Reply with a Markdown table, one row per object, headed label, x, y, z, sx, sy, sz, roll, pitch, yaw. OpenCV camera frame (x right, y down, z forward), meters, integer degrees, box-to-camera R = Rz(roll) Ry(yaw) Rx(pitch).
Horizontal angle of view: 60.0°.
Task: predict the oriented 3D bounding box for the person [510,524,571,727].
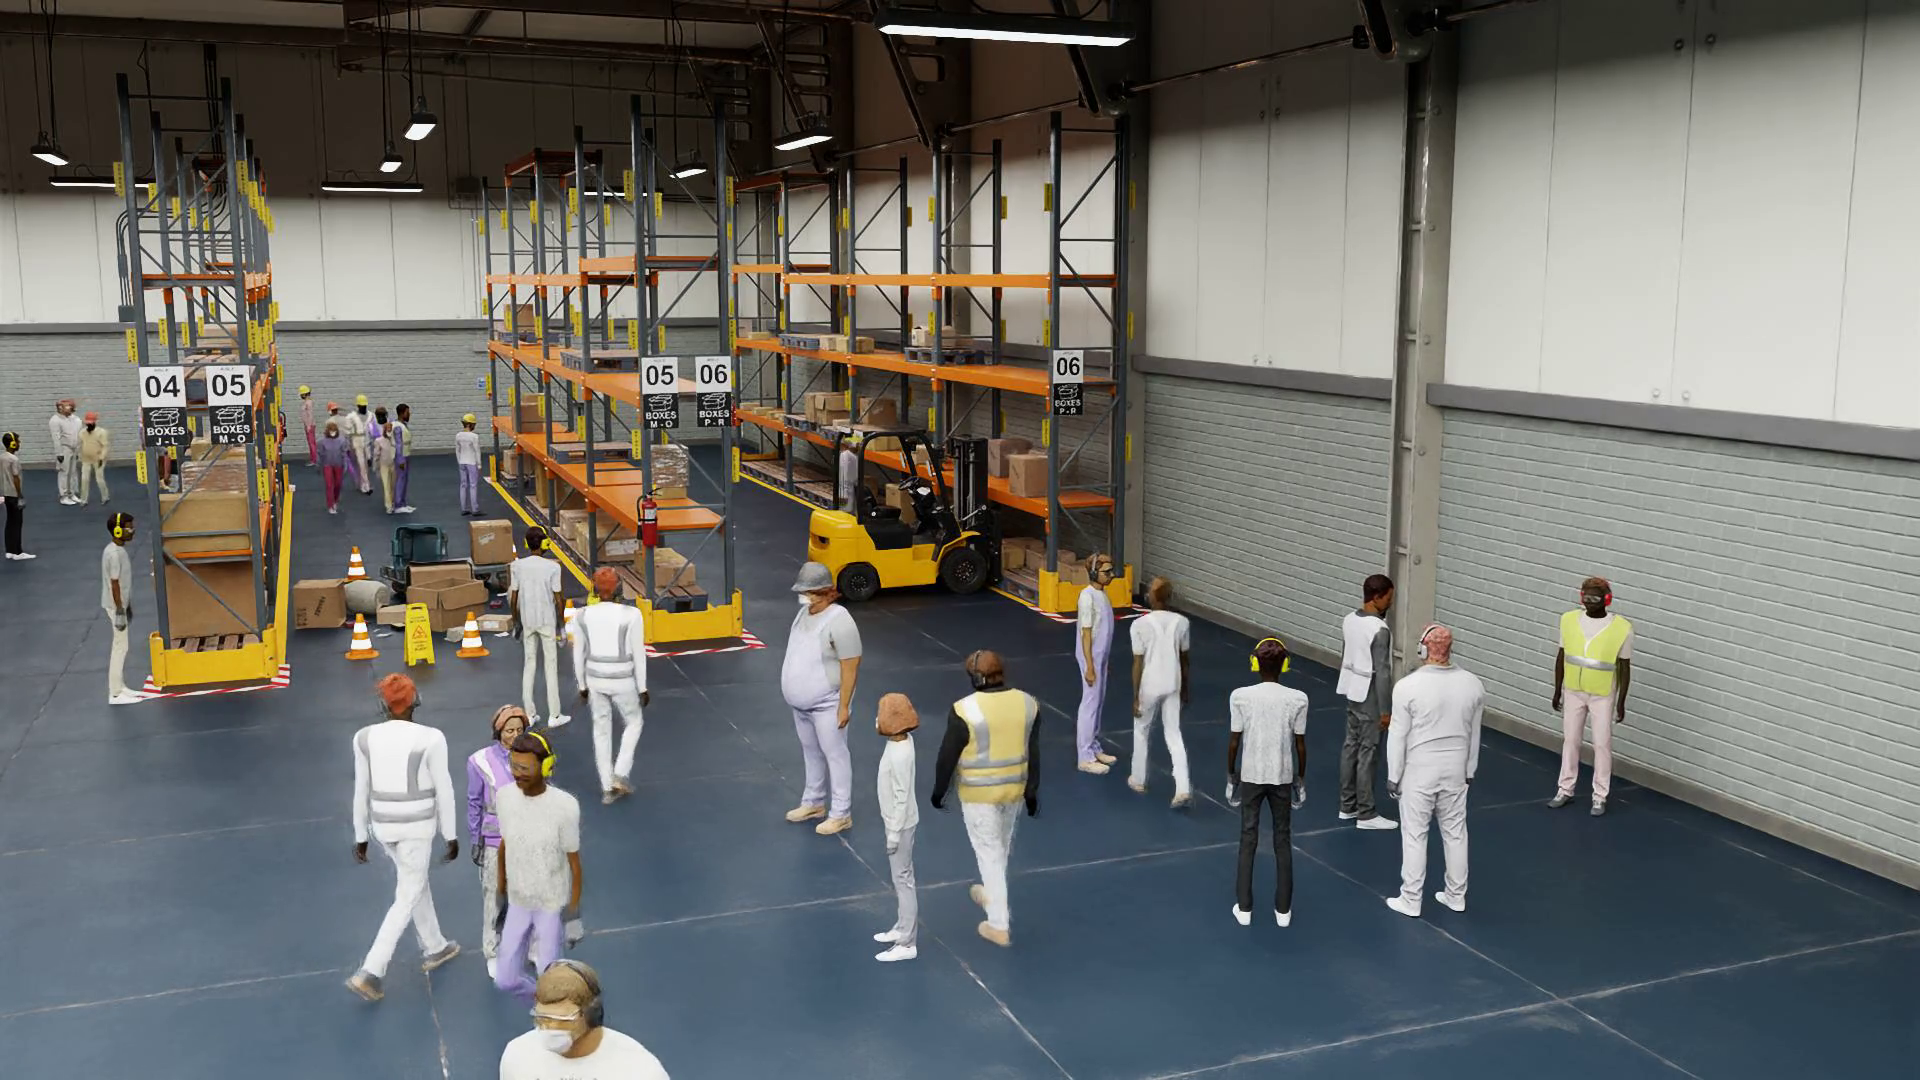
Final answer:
| label | x | y | z | sx | sy | sz | roll | pitch | yaw |
| --- | --- | --- | --- | --- | --- | --- | --- | --- | --- |
| person | -3.852 | 0.789 | 15.236 | 0.532 | 1.864 | 0.312 | 1 | 9 | 9 |

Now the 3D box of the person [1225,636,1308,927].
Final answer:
| label | x | y | z | sx | sy | sz | roll | pitch | yaw |
| --- | --- | --- | --- | --- | --- | --- | --- | --- | --- |
| person | 1.946 | 1.534 | 10.572 | 0.507 | 1.863 | 0.327 | 1 | 9 | 8 |

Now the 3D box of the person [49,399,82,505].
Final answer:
| label | x | y | z | sx | sy | sz | roll | pitch | yaw |
| --- | --- | --- | --- | --- | --- | --- | --- | --- | --- |
| person | -16.161 | -1.597 | 30.108 | 0.408 | 1.913 | 0.642 | -1 | 9 | -5 |

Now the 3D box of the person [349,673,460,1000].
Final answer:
| label | x | y | z | sx | sy | sz | roll | pitch | yaw |
| --- | --- | --- | --- | --- | --- | --- | --- | --- | --- |
| person | -3.249 | 1.697 | 9.625 | 0.594 | 1.844 | 0.921 | 2 | 9 | 15 |

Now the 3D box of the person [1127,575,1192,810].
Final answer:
| label | x | y | z | sx | sy | sz | roll | pitch | yaw |
| --- | --- | --- | --- | --- | --- | --- | --- | --- | --- |
| person | 1.577 | 1.180 | 12.984 | 0.508 | 1.808 | 0.928 | -2 | 9 | -15 |

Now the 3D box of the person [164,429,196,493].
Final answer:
| label | x | y | z | sx | sy | sz | roll | pitch | yaw |
| --- | --- | --- | --- | --- | --- | --- | --- | --- | --- |
| person | -12.517 | -1.111 | 26.695 | 0.410 | 2.028 | 0.621 | 4 | 10 | 23 |

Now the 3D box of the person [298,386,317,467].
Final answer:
| label | x | y | z | sx | sy | sz | roll | pitch | yaw |
| --- | --- | --- | --- | --- | --- | --- | --- | --- | --- |
| person | -14.146 | -2.470 | 36.081 | 0.325 | 1.760 | 0.523 | -5 | 10 | -27 |

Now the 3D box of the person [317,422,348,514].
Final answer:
| label | x | y | z | sx | sy | sz | roll | pitch | yaw |
| --- | --- | --- | --- | --- | --- | --- | --- | --- | --- |
| person | -10.988 | -1.282 | 29.085 | 0.510 | 1.606 | 0.629 | -6 | 11 | -32 |

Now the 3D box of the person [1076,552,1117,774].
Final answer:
| label | x | y | z | sx | sy | sz | roll | pitch | yaw |
| --- | --- | --- | --- | --- | --- | --- | --- | --- | --- |
| person | 1.140 | 1.014 | 13.873 | 0.335 | 1.845 | 0.513 | 3 | 10 | 18 |

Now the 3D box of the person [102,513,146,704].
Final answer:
| label | x | y | z | sx | sy | sz | roll | pitch | yaw |
| --- | --- | --- | --- | --- | --- | --- | --- | --- | --- |
| person | -8.112 | 0.659 | 16.087 | 0.332 | 1.860 | 0.505 | -4 | 10 | -25 |

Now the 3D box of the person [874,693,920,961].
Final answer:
| label | x | y | z | sx | sy | sz | roll | pitch | yaw |
| --- | --- | --- | --- | --- | --- | --- | --- | --- | --- |
| person | -0.385 | 1.724 | 10.074 | 0.285 | 1.633 | 0.497 | 0 | 9 | -3 |

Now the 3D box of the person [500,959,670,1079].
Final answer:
| label | x | y | z | sx | sy | sz | roll | pitch | yaw |
| --- | --- | --- | --- | --- | --- | --- | --- | --- | --- |
| person | -1.241 | 2.298 | 5.544 | 0.647 | 1.930 | 0.382 | 4 | 10 | 21 |

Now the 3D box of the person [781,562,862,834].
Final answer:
| label | x | y | z | sx | sy | sz | roll | pitch | yaw |
| --- | --- | --- | --- | --- | --- | --- | --- | --- | --- |
| person | -1.069 | 1.157 | 12.363 | 0.535 | 2.000 | 0.687 | -7 | 11 | -38 |

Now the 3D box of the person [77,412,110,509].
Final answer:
| label | x | y | z | sx | sy | sz | roll | pitch | yaw |
| --- | --- | --- | --- | --- | --- | --- | --- | --- | --- |
| person | -15.425 | -1.429 | 29.622 | 0.573 | 1.722 | 0.581 | 0 | 9 | -1 |

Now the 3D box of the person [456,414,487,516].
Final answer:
| label | x | y | z | sx | sy | sz | roll | pitch | yaw |
| --- | --- | --- | --- | --- | --- | --- | --- | --- | --- |
| person | -8.437 | -1.288 | 28.645 | 0.524 | 1.760 | 0.326 | 5 | 10 | 28 |

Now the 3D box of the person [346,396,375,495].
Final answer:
| label | x | y | z | sx | sy | sz | roll | pitch | yaw |
| --- | --- | --- | --- | --- | --- | --- | --- | --- | --- |
| person | -11.248 | -1.792 | 31.444 | 0.611 | 1.875 | 0.989 | -7 | 11 | -37 |

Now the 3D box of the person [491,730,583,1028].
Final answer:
| label | x | y | z | sx | sy | sz | roll | pitch | yaw |
| --- | --- | --- | --- | --- | --- | --- | --- | --- | --- |
| person | -2.158 | 1.867 | 8.458 | 0.543 | 1.860 | 0.412 | 3 | 10 | 21 |

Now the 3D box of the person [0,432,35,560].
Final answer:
| label | x | y | z | sx | sy | sz | roll | pitch | yaw |
| --- | --- | --- | --- | --- | --- | --- | --- | --- | --- |
| person | -13.786 | -0.637 | 24.236 | 0.511 | 1.865 | 0.329 | 7 | 11 | 38 |

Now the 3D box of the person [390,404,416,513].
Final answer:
| label | x | y | z | sx | sy | sz | roll | pitch | yaw |
| --- | --- | --- | --- | --- | --- | --- | --- | --- | --- |
| person | -9.752 | -1.425 | 29.027 | 0.379 | 1.911 | 0.588 | -1 | 9 | -8 |

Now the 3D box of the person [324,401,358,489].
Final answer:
| label | x | y | z | sx | sy | sz | roll | pitch | yaw |
| --- | --- | --- | --- | --- | --- | --- | --- | --- | --- |
| person | -11.932 | -1.812 | 32.063 | 0.654 | 1.721 | 0.566 | 7 | 11 | 37 |

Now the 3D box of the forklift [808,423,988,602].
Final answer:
| label | x | y | z | sx | sy | sz | roll | pitch | yaw |
| --- | --- | --- | --- | --- | --- | --- | --- | --- | --- |
| forklift | -0.830 | -0.399 | 21.676 | 2.313 | 2.155 | 1.214 | -4 | 10 | -21 |

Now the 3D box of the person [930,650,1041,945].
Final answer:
| label | x | y | z | sx | sy | sz | roll | pitch | yaw |
| --- | --- | --- | --- | --- | --- | --- | --- | --- | --- |
| person | 0.126 | 1.575 | 10.493 | 0.622 | 1.799 | 0.842 | -6 | 11 | -32 |

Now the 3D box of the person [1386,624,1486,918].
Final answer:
| label | x | y | z | sx | sy | sz | roll | pitch | yaw |
| --- | --- | --- | --- | --- | --- | --- | --- | --- | --- |
| person | 3.045 | 1.486 | 10.767 | 0.640 | 1.899 | 0.397 | -2 | 9 | -15 |

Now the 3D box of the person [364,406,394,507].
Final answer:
| label | x | y | z | sx | sy | sz | roll | pitch | yaw |
| --- | --- | --- | --- | --- | --- | --- | --- | --- | --- |
| person | -10.392 | -1.521 | 29.987 | 0.617 | 1.813 | 0.877 | -2 | 9 | -10 |

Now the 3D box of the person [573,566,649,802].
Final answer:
| label | x | y | z | sx | sy | sz | roll | pitch | yaw |
| --- | --- | --- | --- | --- | --- | --- | --- | --- | --- |
| person | -2.727 | 1.130 | 13.061 | 0.614 | 1.870 | 0.421 | 1 | 9 | 8 |

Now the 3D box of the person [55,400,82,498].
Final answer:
| label | x | y | z | sx | sy | sz | roll | pitch | yaw |
| --- | --- | --- | --- | --- | --- | --- | --- | --- | --- |
| person | -16.501 | -1.667 | 30.767 | 0.651 | 1.842 | 0.481 | 2 | 9 | 13 |

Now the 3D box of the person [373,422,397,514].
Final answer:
| label | x | y | z | sx | sy | sz | roll | pitch | yaw |
| --- | --- | --- | --- | --- | --- | --- | --- | --- | --- |
| person | -9.971 | -1.264 | 29.052 | 0.527 | 1.629 | 0.580 | -5 | 10 | -28 |

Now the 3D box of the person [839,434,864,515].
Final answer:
| label | x | y | z | sx | sy | sz | roll | pitch | yaw |
| --- | --- | --- | --- | --- | --- | --- | --- | --- | --- |
| person | -1.641 | -0.715 | 24.955 | 0.420 | 1.795 | 0.685 | 2 | 9 | 14 |

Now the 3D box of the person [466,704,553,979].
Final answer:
| label | x | y | z | sx | sy | sz | roll | pitch | yaw |
| --- | --- | --- | --- | --- | --- | --- | --- | --- | --- |
| person | -2.644 | 1.766 | 9.822 | 0.514 | 1.634 | 0.312 | -5 | 10 | -28 |

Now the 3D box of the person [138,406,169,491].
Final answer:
| label | x | y | z | sx | sy | sz | roll | pitch | yaw |
| --- | --- | --- | --- | --- | --- | --- | --- | --- | --- |
| person | -15.367 | -1.936 | 31.822 | 0.396 | 2.044 | 0.609 | 6 | 11 | 34 |

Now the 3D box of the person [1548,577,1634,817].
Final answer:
| label | x | y | z | sx | sy | sz | roll | pitch | yaw |
| --- | --- | --- | --- | --- | --- | --- | --- | --- | --- |
| person | 4.851 | 1.187 | 12.780 | 0.563 | 1.848 | 0.389 | 7 | 12 | 39 |

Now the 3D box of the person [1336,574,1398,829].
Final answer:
| label | x | y | z | sx | sy | sz | roll | pitch | yaw |
| --- | --- | --- | --- | --- | --- | --- | --- | --- | --- |
| person | 3.045 | 1.203 | 12.479 | 0.393 | 1.913 | 0.587 | -2 | 9 | -14 |
